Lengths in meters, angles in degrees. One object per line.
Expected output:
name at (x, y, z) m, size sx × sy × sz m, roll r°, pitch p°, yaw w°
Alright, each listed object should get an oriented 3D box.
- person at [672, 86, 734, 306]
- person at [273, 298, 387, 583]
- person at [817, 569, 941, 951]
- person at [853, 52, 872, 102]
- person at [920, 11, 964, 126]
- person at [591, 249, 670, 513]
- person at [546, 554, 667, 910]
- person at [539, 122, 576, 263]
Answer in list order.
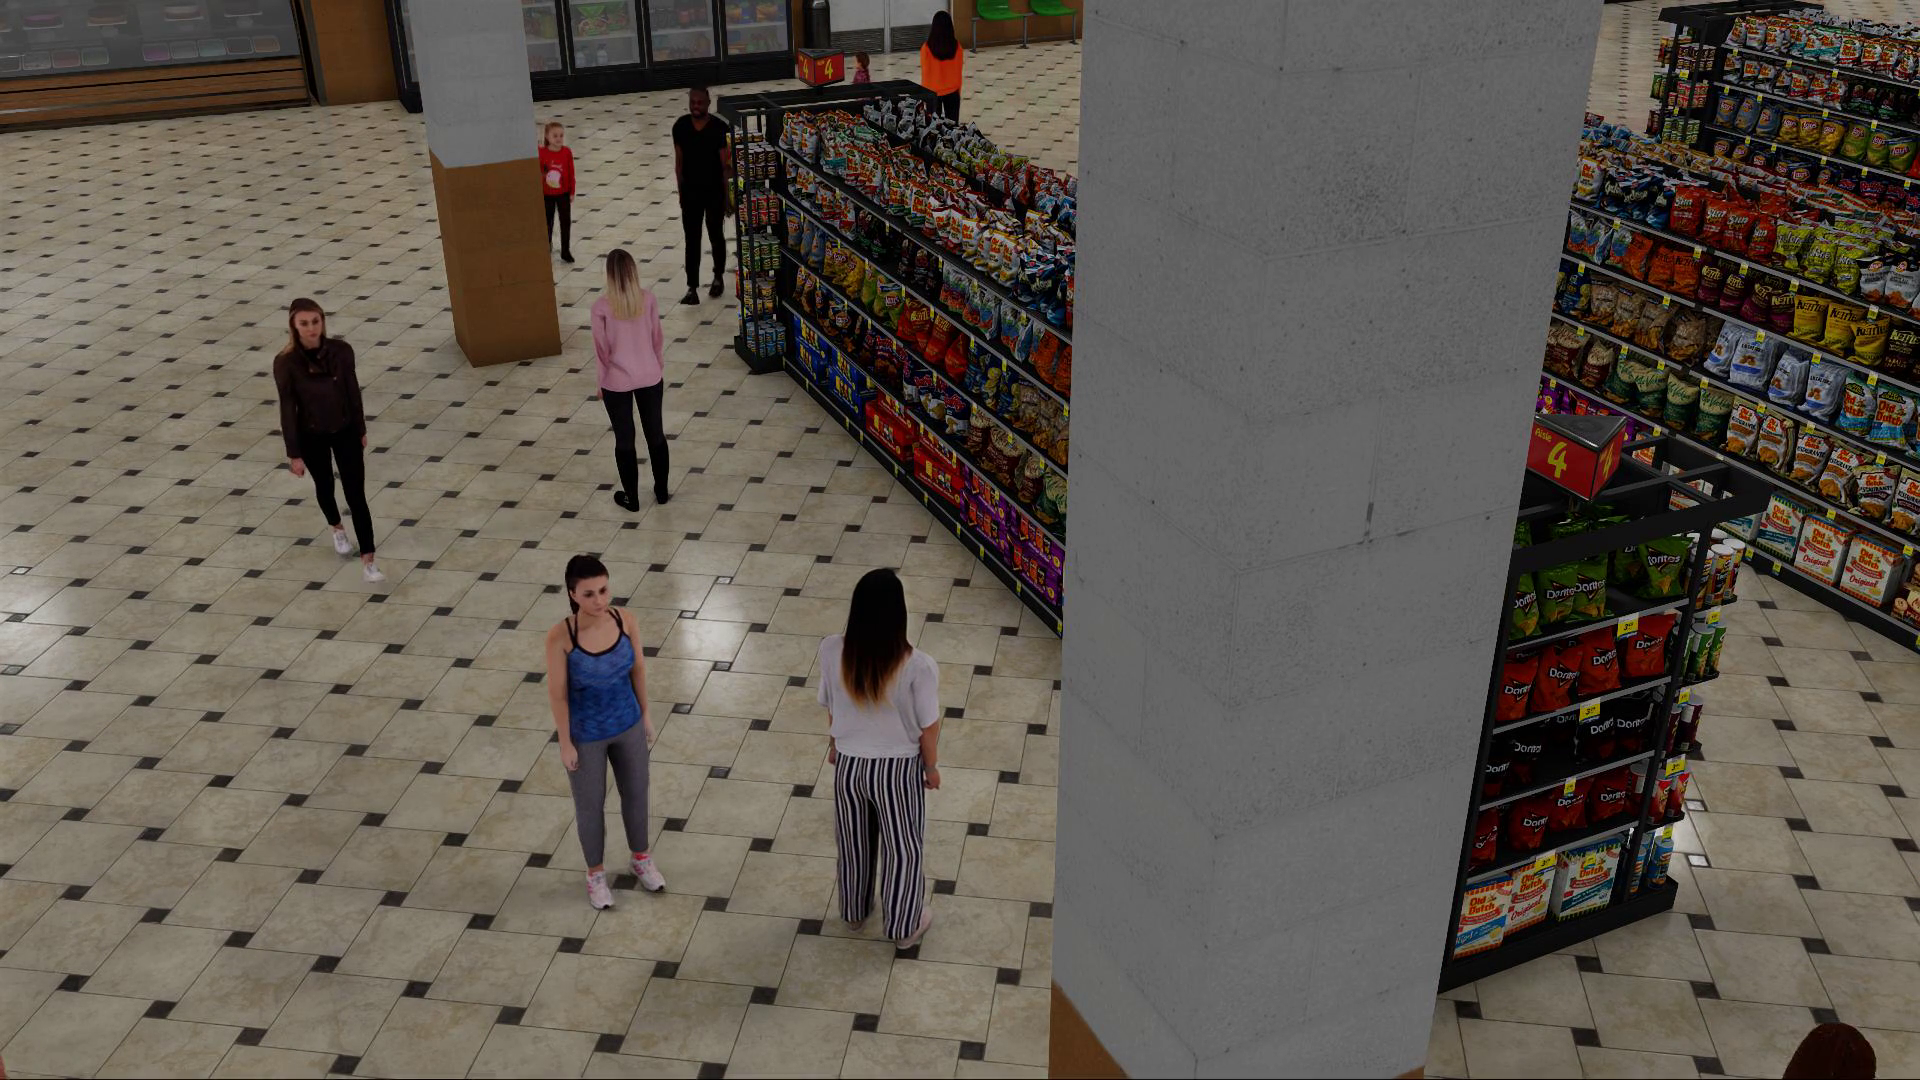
person at (-2.115, -2.911, 13.997) m, size 1.012 × 1.792 × 1.138 m, roll 5°, pitch 27°, yaw 9°
person at (-3.659, -0.590, 9.579) m, size 0.706 × 1.649 × 1.119 m, roll -15°, pitch 31°, yaw -28°
person at (-0.319, 0.884, 6.640) m, size 0.774 × 1.679 × 0.845 m, roll 11°, pitch 29°, yaw 21°
person at (-1.119, -5.102, 19.171) m, size 0.561 × 1.021 × 0.488 m, roll 5°, pitch 27°, yaw 10°
person at (-0.180, -4.692, 17.558) m, size 0.635 × 1.749 × 0.575 m, roll -9°, pitch 28°, yaw -17°
person at (-2.036, -0.992, 10.329) m, size 0.606 × 1.688 × 0.550 m, roll -14°, pitch 30°, yaw -26°
person at (-1.489, 0.786, 6.908) m, size 0.597 × 1.610 × 0.577 m, roll -16°, pitch 31°, yaw -29°
person at (-3.675, -3.149, 15.049) m, size 0.510 × 1.267 × 0.670 m, roll -11°, pitch 29°, yaw -20°
